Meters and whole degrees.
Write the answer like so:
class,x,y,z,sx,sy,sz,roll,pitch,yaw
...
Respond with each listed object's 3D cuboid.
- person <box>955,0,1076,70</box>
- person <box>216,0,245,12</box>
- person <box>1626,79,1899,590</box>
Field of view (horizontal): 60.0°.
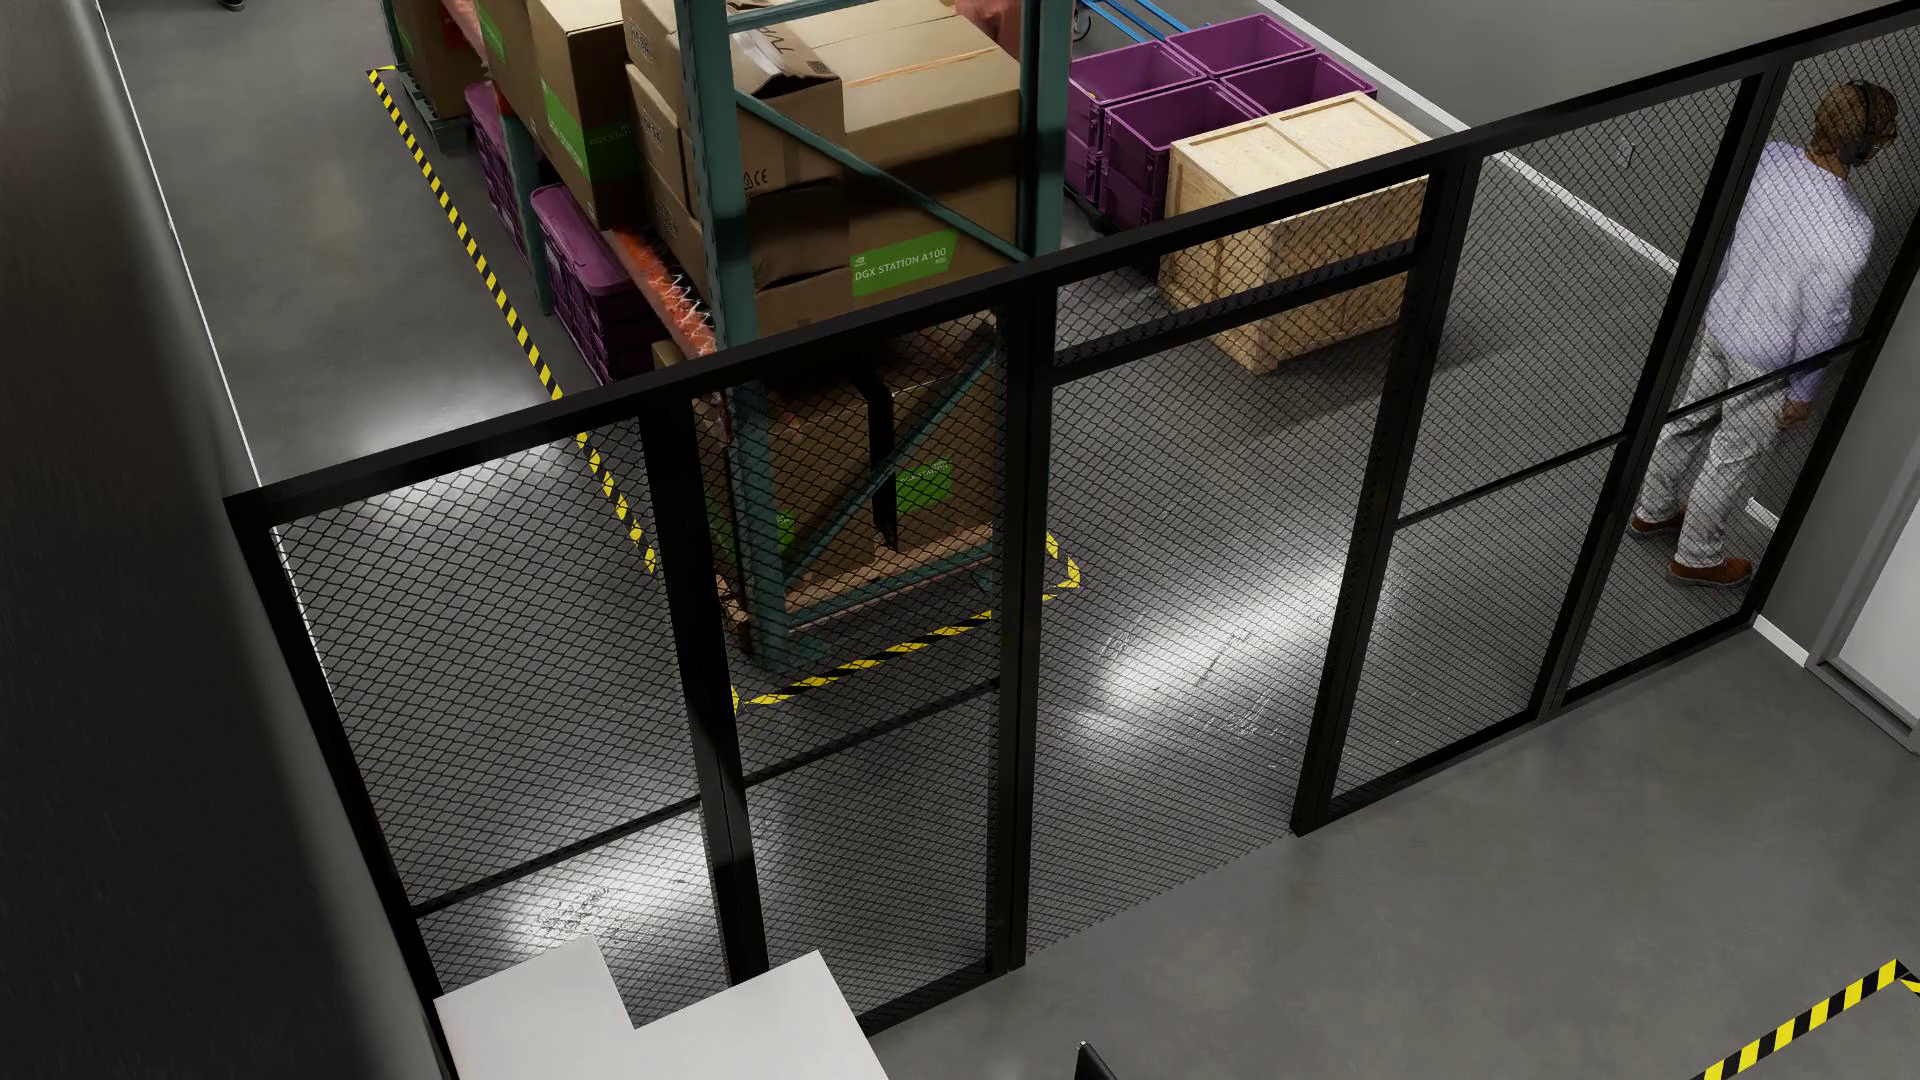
class,x,y,z,sx,sy,sz,roll,pitch,yaw
person,0.205,-1.808,6.882,0.613,1.995,0.391,-29,50,-28
person,-4.202,-3.895,9.281,0.590,1.837,0.403,-26,48,-25
person,2.731,-0.665,5.673,0.366,1.939,0.635,-8,43,-9
